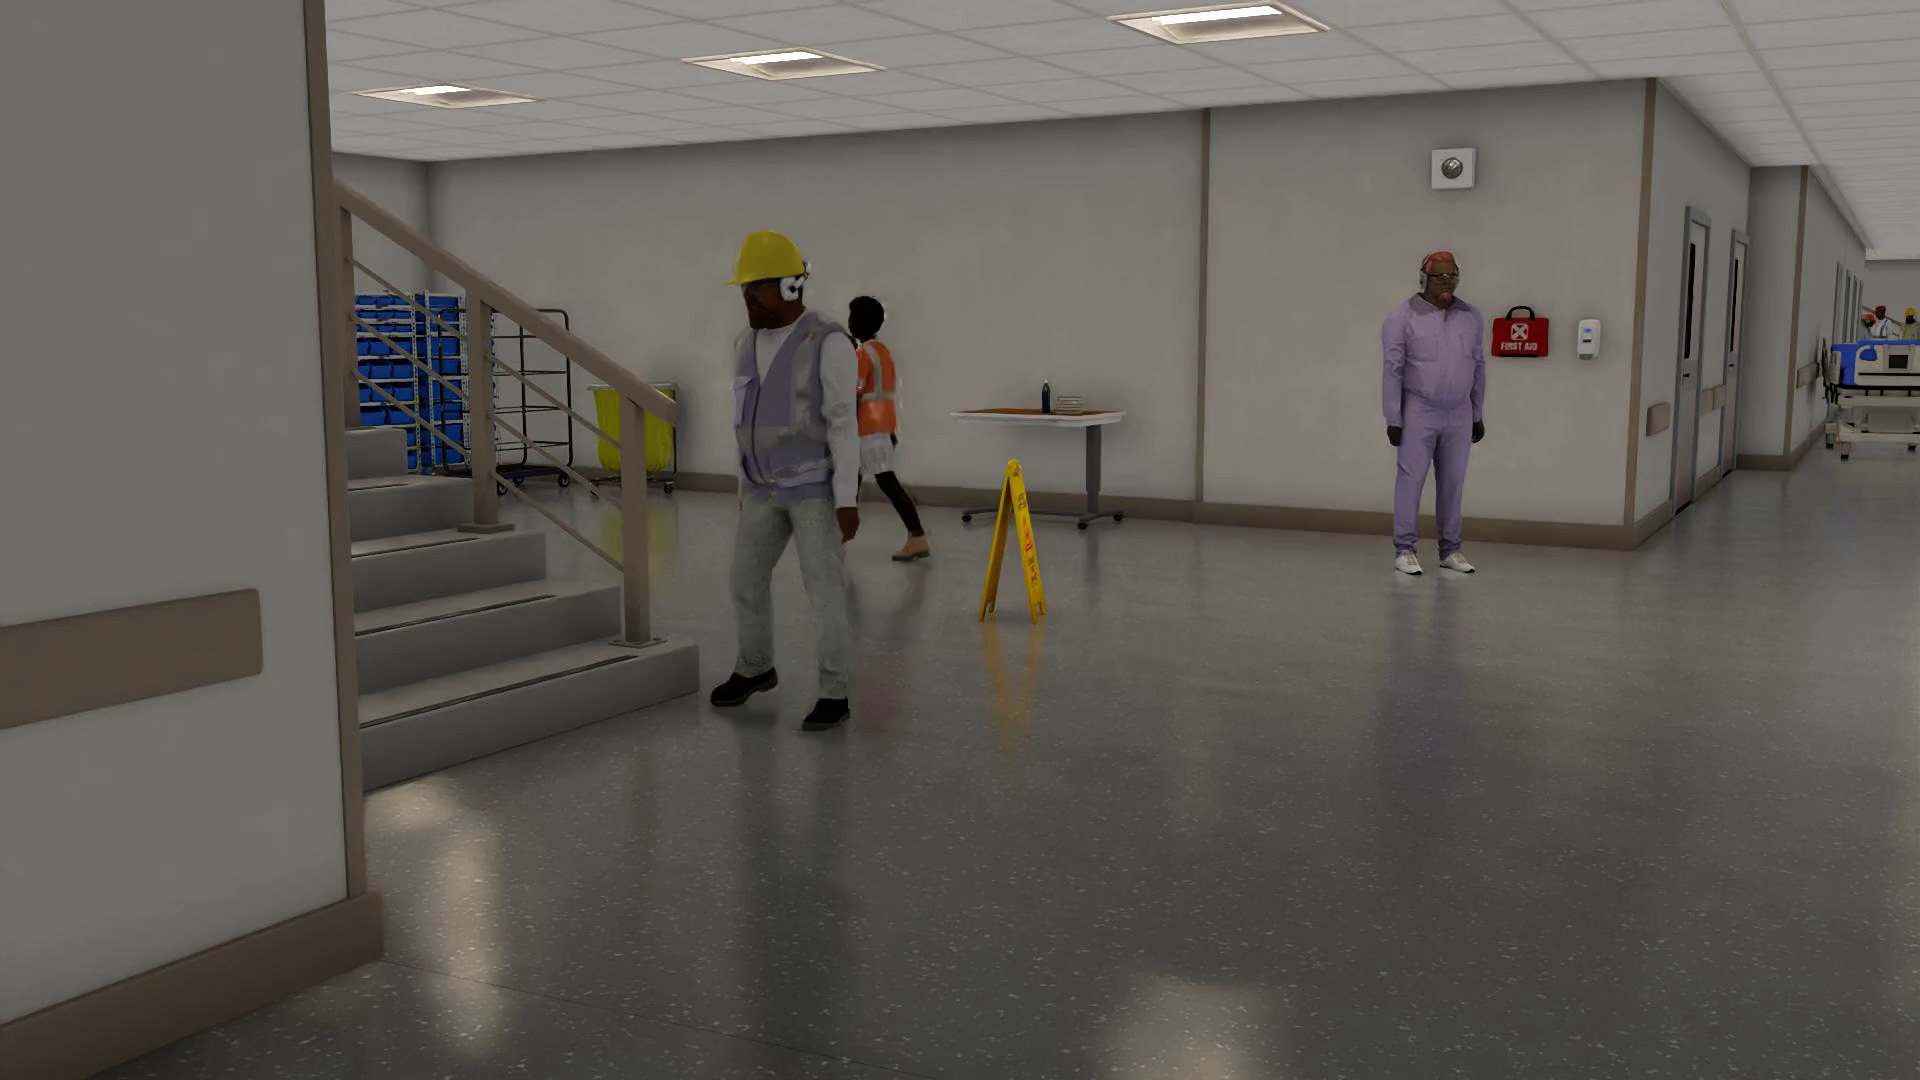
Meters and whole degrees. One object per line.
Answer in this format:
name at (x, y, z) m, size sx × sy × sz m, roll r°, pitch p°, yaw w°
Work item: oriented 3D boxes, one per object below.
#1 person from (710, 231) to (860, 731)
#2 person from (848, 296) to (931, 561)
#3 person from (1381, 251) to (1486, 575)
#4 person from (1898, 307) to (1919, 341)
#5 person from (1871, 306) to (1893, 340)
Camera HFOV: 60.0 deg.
person at (-0.646, -0.212, 6.090) m, size 0.765 × 1.801 × 0.487 m, roll 6°, pitch 9°, yaw 38°
person at (-0.566, -0.689, 10.362) m, size 0.889 × 1.648 × 0.536 m, roll 1°, pitch 8°, yaw 11°
person at (2.807, -0.740, 9.813) m, size 0.634 × 1.899 × 0.404 m, roll -2°, pitch 8°, yaw -12°
person at (20.661, -4.139, 36.204) m, size 0.403 × 1.831 × 0.591 m, roll -3°, pitch 8°, yaw -21°
person at (20.561, -4.296, 37.212) m, size 0.341 × 1.880 × 0.586 m, roll -2°, pitch 8°, yaw -12°
